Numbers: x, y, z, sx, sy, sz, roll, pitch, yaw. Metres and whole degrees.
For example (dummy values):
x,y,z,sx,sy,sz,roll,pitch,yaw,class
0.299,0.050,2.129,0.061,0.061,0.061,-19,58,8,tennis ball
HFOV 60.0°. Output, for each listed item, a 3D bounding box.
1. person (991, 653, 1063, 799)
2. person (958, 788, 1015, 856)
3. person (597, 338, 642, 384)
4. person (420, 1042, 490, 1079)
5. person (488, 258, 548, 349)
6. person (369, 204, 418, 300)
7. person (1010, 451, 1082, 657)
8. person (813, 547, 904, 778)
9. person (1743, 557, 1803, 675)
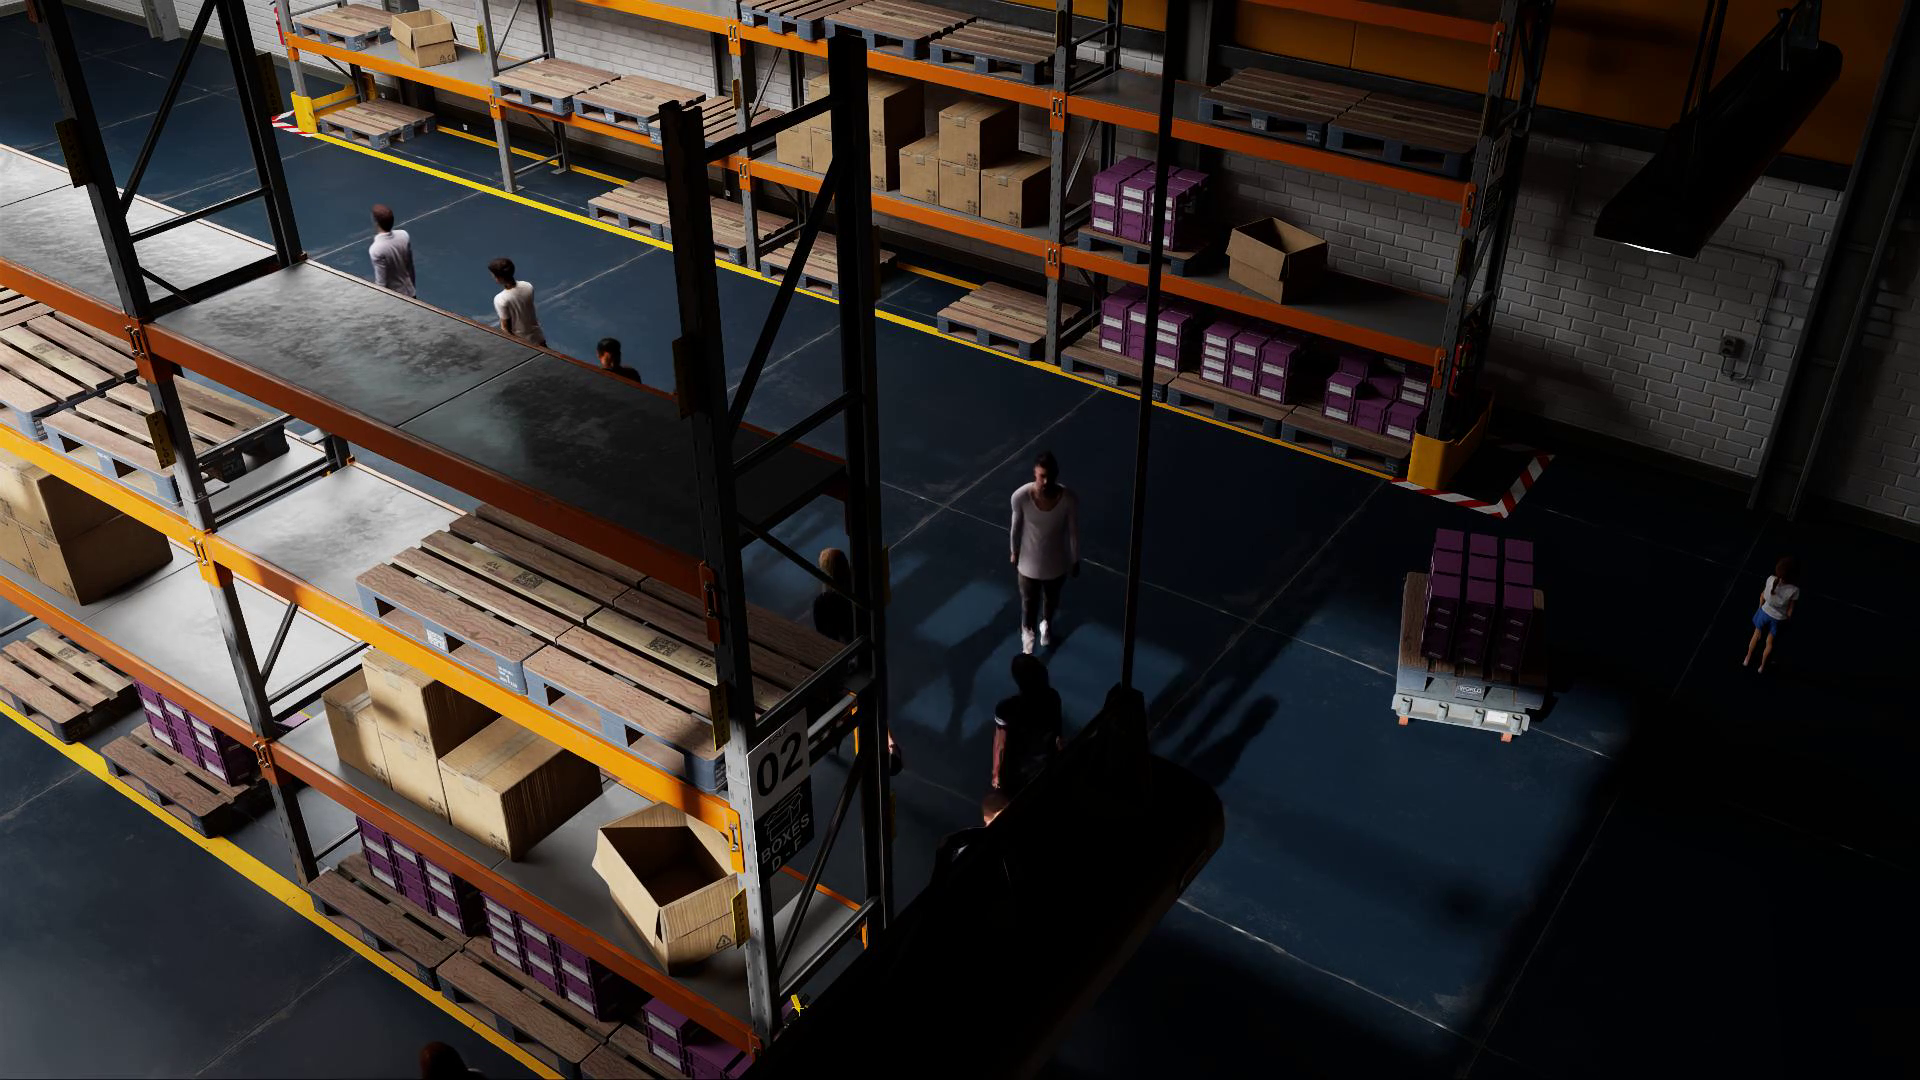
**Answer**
x,y,z,sx,sy,sz,roll,pitch,yaw,class
0.457,1.475,10.458,0.890,1.719,1.017,-14,36,-20,person
0.126,2.101,9.468,0.949,1.772,1.211,-19,38,-27,person
-2.907,-0.962,14.089,0.945,1.758,1.028,-9,35,-13,person
-2.373,3.061,8.089,0.557,1.700,0.647,15,37,21,person
-3.984,-1.814,15.445,1.025,1.676,0.686,25,41,32,person
-5.452,-2.382,16.137,0.653,1.855,0.724,13,36,19,person
0.634,0.102,12.439,1.059,1.813,1.049,2,34,3,person
-0.725,0.871,11.281,1.110,1.815,0.667,26,41,33,person
6.110,0.550,12.482,0.523,1.019,0.422,-24,40,-31,person
